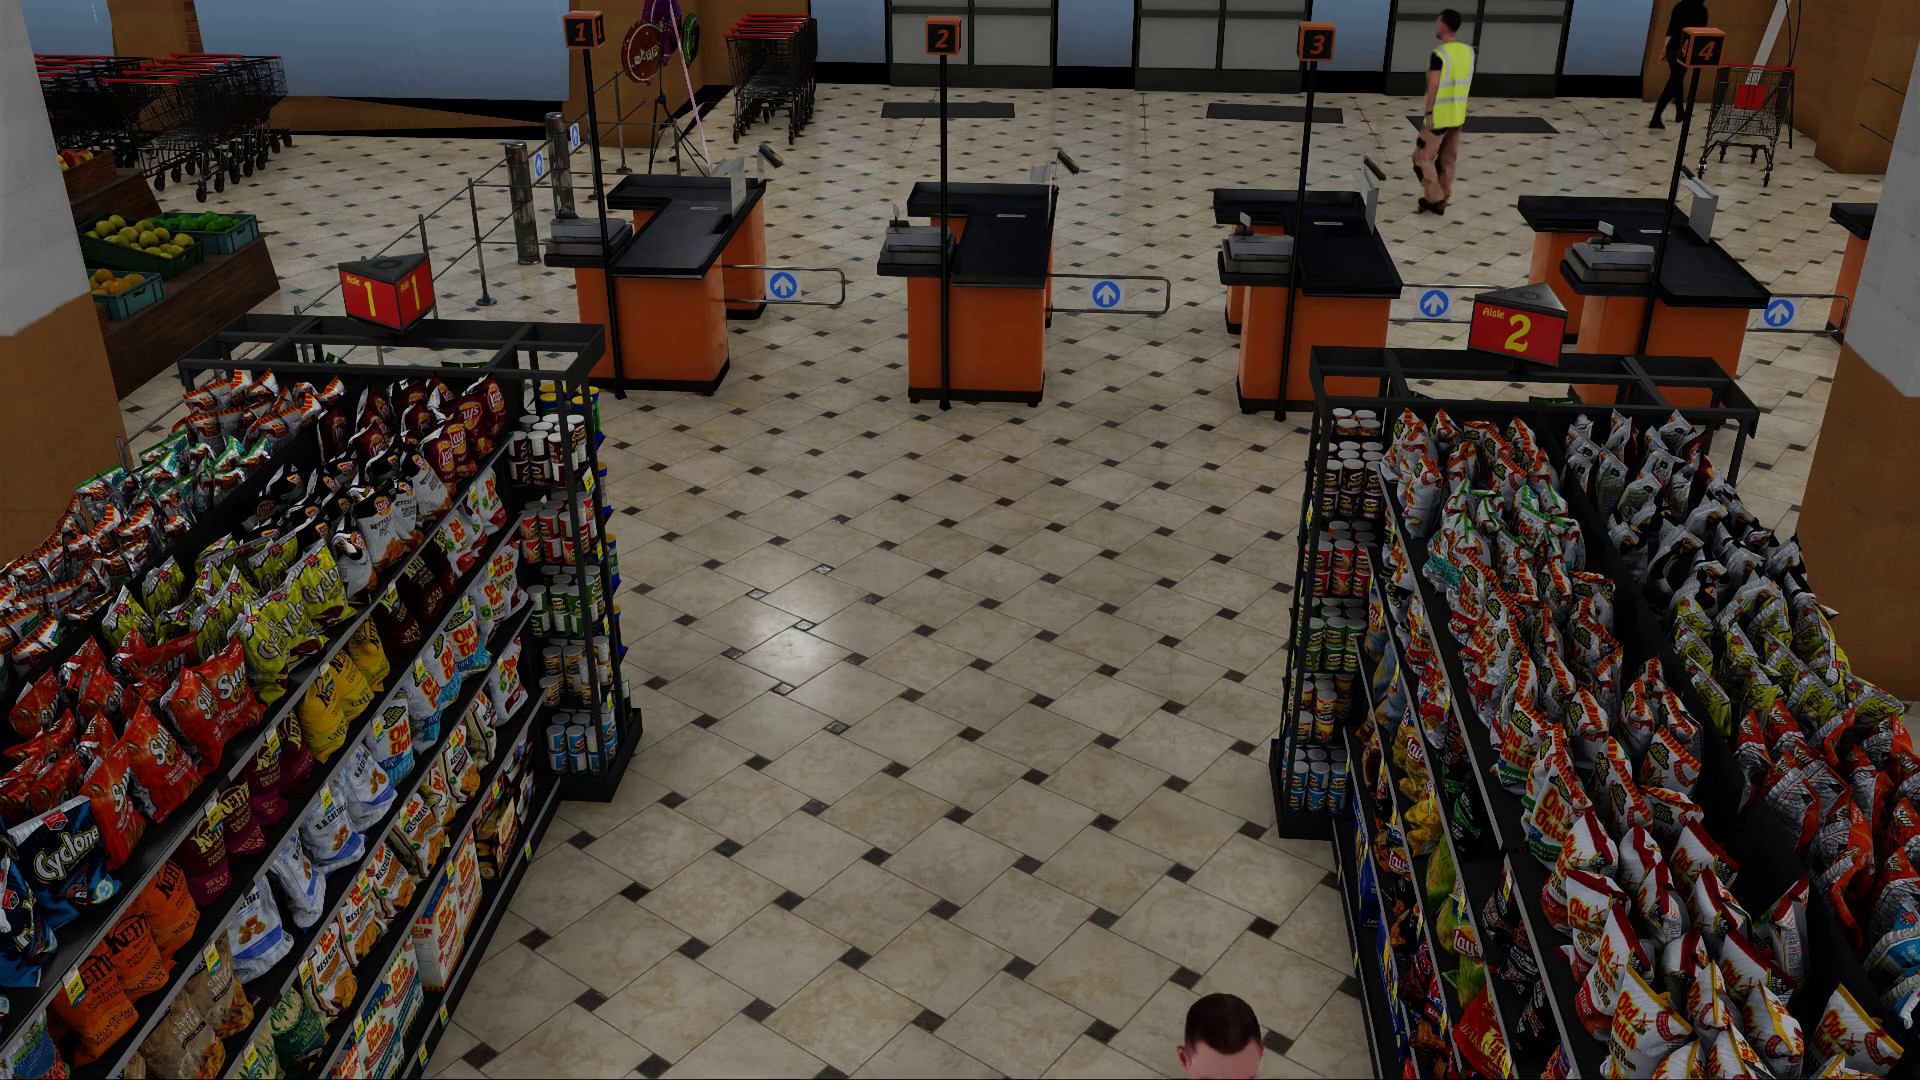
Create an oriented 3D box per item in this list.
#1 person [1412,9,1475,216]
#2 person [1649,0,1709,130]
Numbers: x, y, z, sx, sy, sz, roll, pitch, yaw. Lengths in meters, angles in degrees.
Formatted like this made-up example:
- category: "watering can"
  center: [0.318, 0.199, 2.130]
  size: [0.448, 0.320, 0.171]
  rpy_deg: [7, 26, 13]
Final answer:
- category: "person"
  center: [4.396, -3.799, 14.944]
  size: [0.874, 1.829, 0.912]
  rpy_deg: [-12, 29, -23]
- category: "person"
  center: [7.775, -5.239, 18.041]
  size: [1.069, 1.596, 1.070]
  rpy_deg: [-17, 31, -29]
